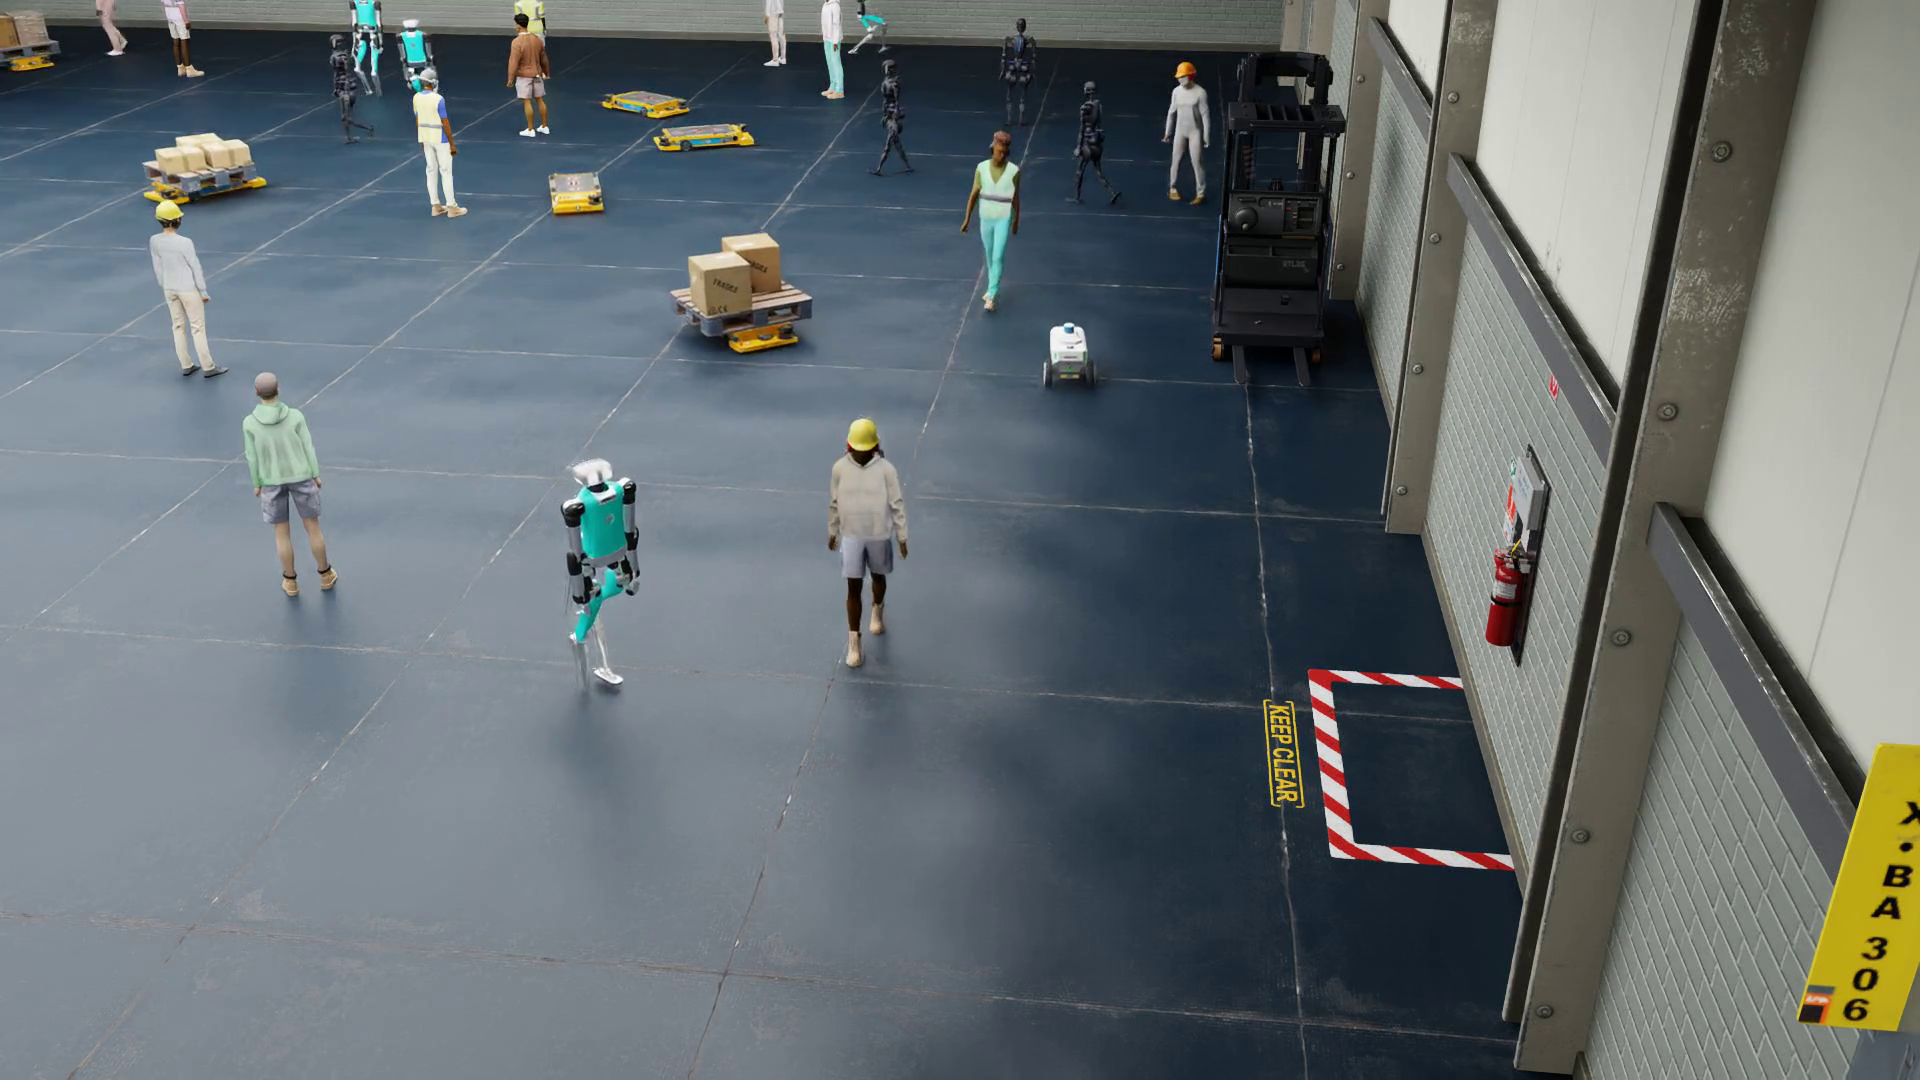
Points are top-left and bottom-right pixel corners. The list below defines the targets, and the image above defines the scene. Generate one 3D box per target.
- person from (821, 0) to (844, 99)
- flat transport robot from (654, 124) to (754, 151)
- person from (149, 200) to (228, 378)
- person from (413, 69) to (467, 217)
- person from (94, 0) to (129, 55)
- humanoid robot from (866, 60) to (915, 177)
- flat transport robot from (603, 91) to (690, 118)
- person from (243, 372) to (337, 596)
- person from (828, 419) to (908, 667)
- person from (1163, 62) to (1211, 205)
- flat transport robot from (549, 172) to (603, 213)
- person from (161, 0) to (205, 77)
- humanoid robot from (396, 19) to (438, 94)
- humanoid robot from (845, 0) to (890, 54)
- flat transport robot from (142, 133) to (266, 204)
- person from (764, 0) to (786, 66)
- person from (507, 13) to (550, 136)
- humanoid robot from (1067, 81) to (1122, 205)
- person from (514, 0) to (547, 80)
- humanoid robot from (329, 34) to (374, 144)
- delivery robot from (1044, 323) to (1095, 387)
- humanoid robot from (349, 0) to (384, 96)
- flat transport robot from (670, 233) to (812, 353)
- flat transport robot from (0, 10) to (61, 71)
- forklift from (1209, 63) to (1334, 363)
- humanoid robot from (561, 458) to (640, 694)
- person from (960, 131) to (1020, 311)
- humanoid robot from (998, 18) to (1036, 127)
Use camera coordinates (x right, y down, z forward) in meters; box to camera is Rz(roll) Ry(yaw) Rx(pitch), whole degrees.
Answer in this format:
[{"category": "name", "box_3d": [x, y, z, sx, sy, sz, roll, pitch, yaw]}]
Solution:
[{"category": "person", "box_3d": [-2.180, -8.490, 28.268, 0.363, 1.909, 0.480, -15, 30, -28]}, {"category": "flat transport robot", "box_3d": [-3.921, -6.151, 25.417, 1.431, 0.231, 0.659, -8, 28, -16]}, {"category": "person", "box_3d": [-7.644, -2.465, 16.386, 0.523, 1.769, 0.319, 8, 28, 16]}, {"category": "person", "box_3d": [-6.796, -5.137, 21.586, 0.526, 1.893, 0.400, 11, 29, 20]}, {"category": "person", "box_3d": [-16.332, -10.210, 31.720, 0.420, 1.875, 0.701, -2, 27, -4]}, {"category": "humanoid robot", "box_3d": [-1.000, -5.973, 23.535, 0.766, 1.623, 0.615, -9, 28, -18]}, {"category": "flat transport robot", "box_3d": [-5.204, -7.215, 27.541, 1.431, 0.231, 0.659, 21, 33, 35]}, {"category": "person", "box_3d": [-4.978, -0.408, 12.306, 0.472, 1.743, 0.337, -10, 28, -19]}, {"category": "person", "box_3d": [-0.647, -0.033, 11.593, 0.561, 1.740, 0.767, 1, 27, 2]}, {"category": "person", "box_3d": [3.046, -5.443, 22.233, 0.666, 1.869, 0.426, 14, 30, 26]}, {"category": "flat transport robot", "box_3d": [-5.215, -4.716, 22.553, 0.659, 0.231, 1.431, -6, 27, -13]}, {"category": "person", "box_3d": [-14.040, -9.374, 29.877, 0.606, 2.043, 0.376, 18, 32, 31]}, {"category": "humanoid robot", "box_3d": [-8.445, -7.321, 26.187, 0.539, 1.786, 1.035, -2, 27, -4]}, {"category": "humanoid robot", "box_3d": [-1.677, -10.129, 31.781, 1.036, 1.775, 0.540, -1, 27, -1]}, {"category": "flat transport robot", "box_3d": [-10.396, -4.883, 22.887, 0.659, 0.231, 1.431, 21, 33, 35]}, {"category": "person", "box_3d": [-3.427, -9.758, 30.823, 0.402, 1.879, 0.495, 15, 30, 28]}, {"category": "person", "box_3d": [-6.650, -7.207, 25.763, 0.395, 1.848, 0.778, 20, 33, 34]}, {"category": "humanoid robot", "box_3d": [1.791, -5.265, 22.121, 0.743, 1.631, 0.589, 15, 30, 27]}, {"category": "person", "box_3d": [-7.627, -9.067, 29.644, 0.540, 1.696, 0.316, -5, 27, -10]}, {"category": "humanoid robot", "box_3d": [-9.273, -6.853, 25.246, 0.513, 1.635, 0.600, -19, 32, -33]}, {"category": "delivery robot", "box_3d": [1.078, -1.841, 16.497, 0.499, 0.596, 0.775, 0, 27, 1]}, {"category": "humanoid robot", "box_3d": [-10.111, -8.365, 28.310, 0.543, 1.871, 0.767, 1, 27, 1]}, {"category": "flat transport robot", "box_3d": [-2.346, -2.335, 17.801, 0.659, 0.231, 1.431, -15, 30, -27]}, {"category": "flat transport robot", "box_3d": [-17.589, -8.936, 30.978, 1.431, 0.231, 0.659, 18, 32, 32]}, {"category": "forklift", "box_3d": [3.241, -3.477, 17.183, 1.129, 2.768, 1.873, 3, 27, 6]}, {"category": "humanoid robot", "box_3d": [-2.469, 0.277, 11.062, 0.742, 1.881, 0.546, 23, 35, 38]}, {"category": "person", "box_3d": [0.329, -3.491, 18.236, 0.572, 1.935, 0.940, 9, 28, 17]}, {"category": "humanoid robot", "box_3d": [0.903, -7.408, 26.359, 0.616, 1.632, 0.414, -3, 27, -5]}]
